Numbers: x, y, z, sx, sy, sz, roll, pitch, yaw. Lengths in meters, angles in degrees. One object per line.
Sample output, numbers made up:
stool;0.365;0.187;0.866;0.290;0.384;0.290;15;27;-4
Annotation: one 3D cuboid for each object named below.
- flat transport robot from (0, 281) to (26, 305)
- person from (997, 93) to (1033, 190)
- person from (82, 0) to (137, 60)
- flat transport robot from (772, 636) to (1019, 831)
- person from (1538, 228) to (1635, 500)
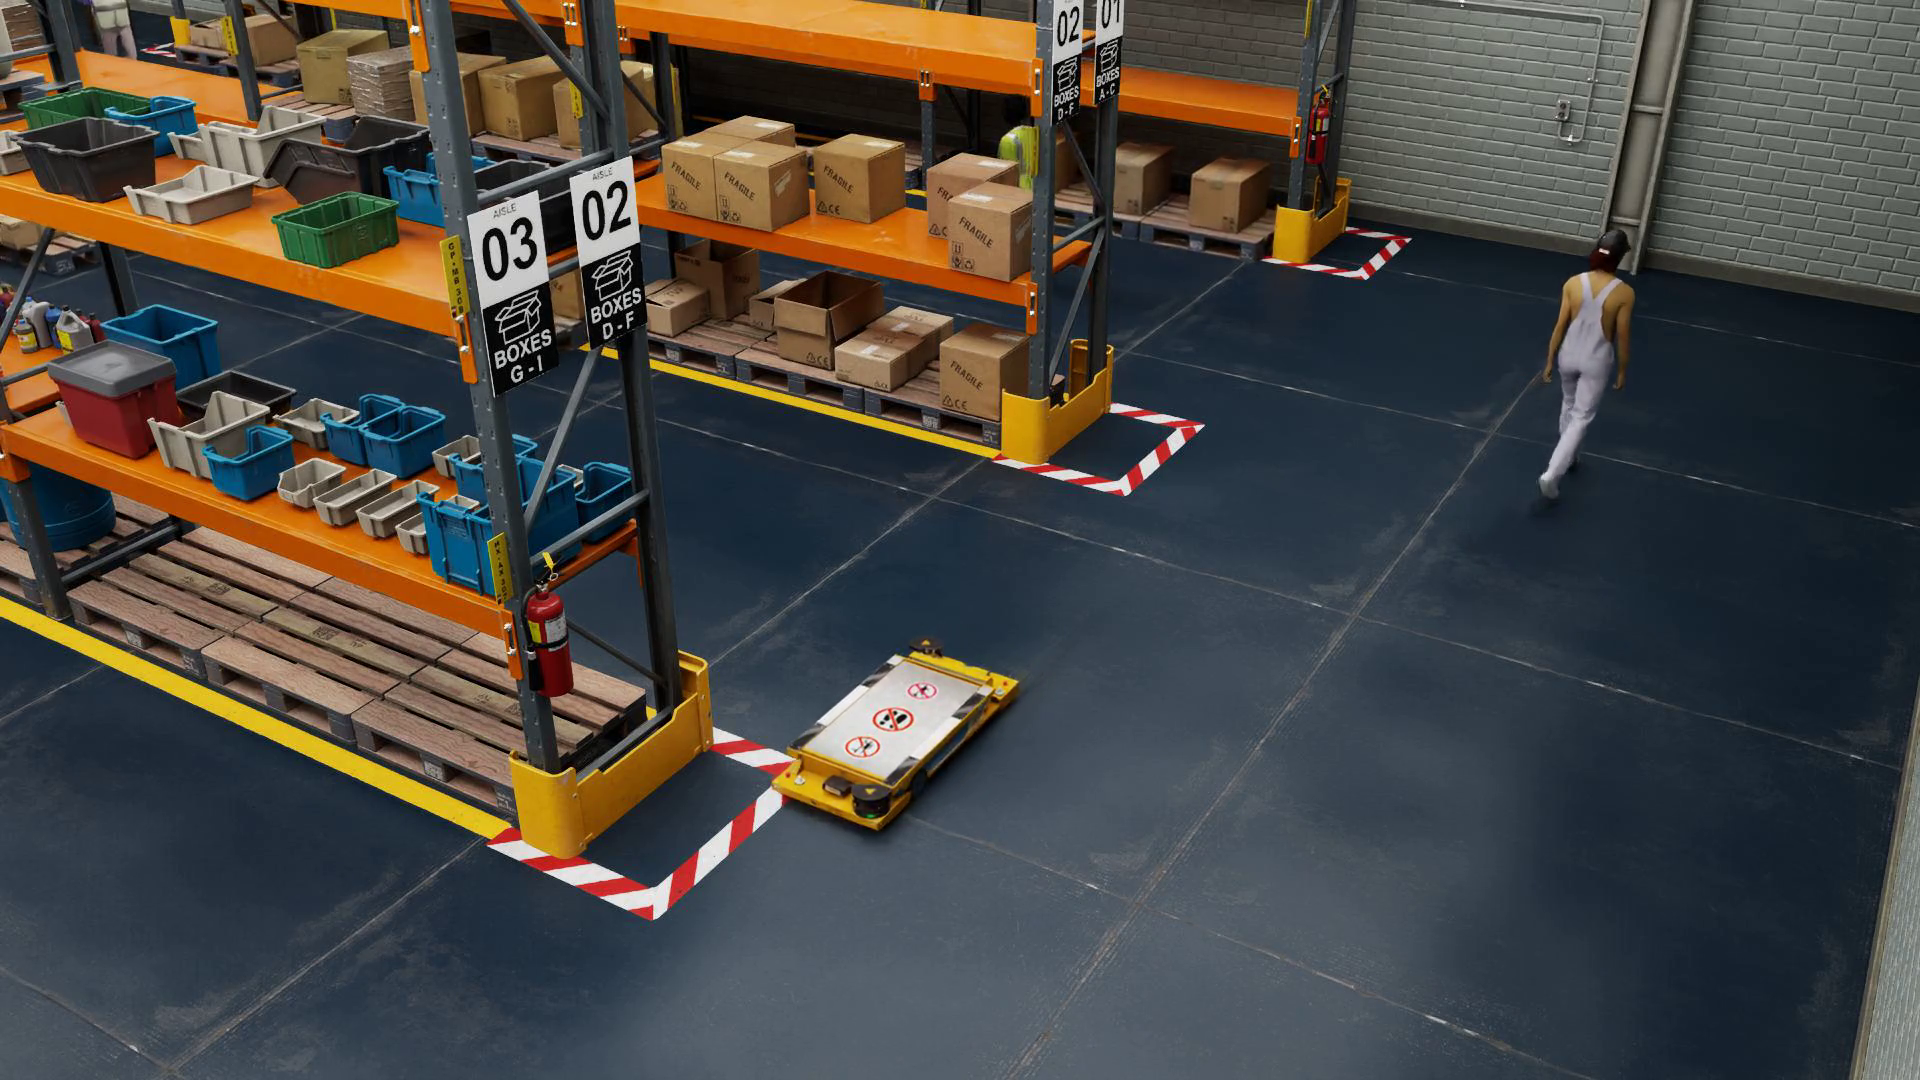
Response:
flat transport robot;-8.753;-2.106;14.412;1.431;0.231;0.659;19;34;30
person;0.478;-3.112;14.760;0.384;1.680;0.548;14;32;24
person;-10.323;-6.232;20.221;0.749;1.823;0.567;21;35;33
flat transport robot;-0.315;0.999;8.841;0.659;0.231;1.431;16;33;27
person;4.190;-1.175;11.154;0.498;1.825;0.920;20;35;31
